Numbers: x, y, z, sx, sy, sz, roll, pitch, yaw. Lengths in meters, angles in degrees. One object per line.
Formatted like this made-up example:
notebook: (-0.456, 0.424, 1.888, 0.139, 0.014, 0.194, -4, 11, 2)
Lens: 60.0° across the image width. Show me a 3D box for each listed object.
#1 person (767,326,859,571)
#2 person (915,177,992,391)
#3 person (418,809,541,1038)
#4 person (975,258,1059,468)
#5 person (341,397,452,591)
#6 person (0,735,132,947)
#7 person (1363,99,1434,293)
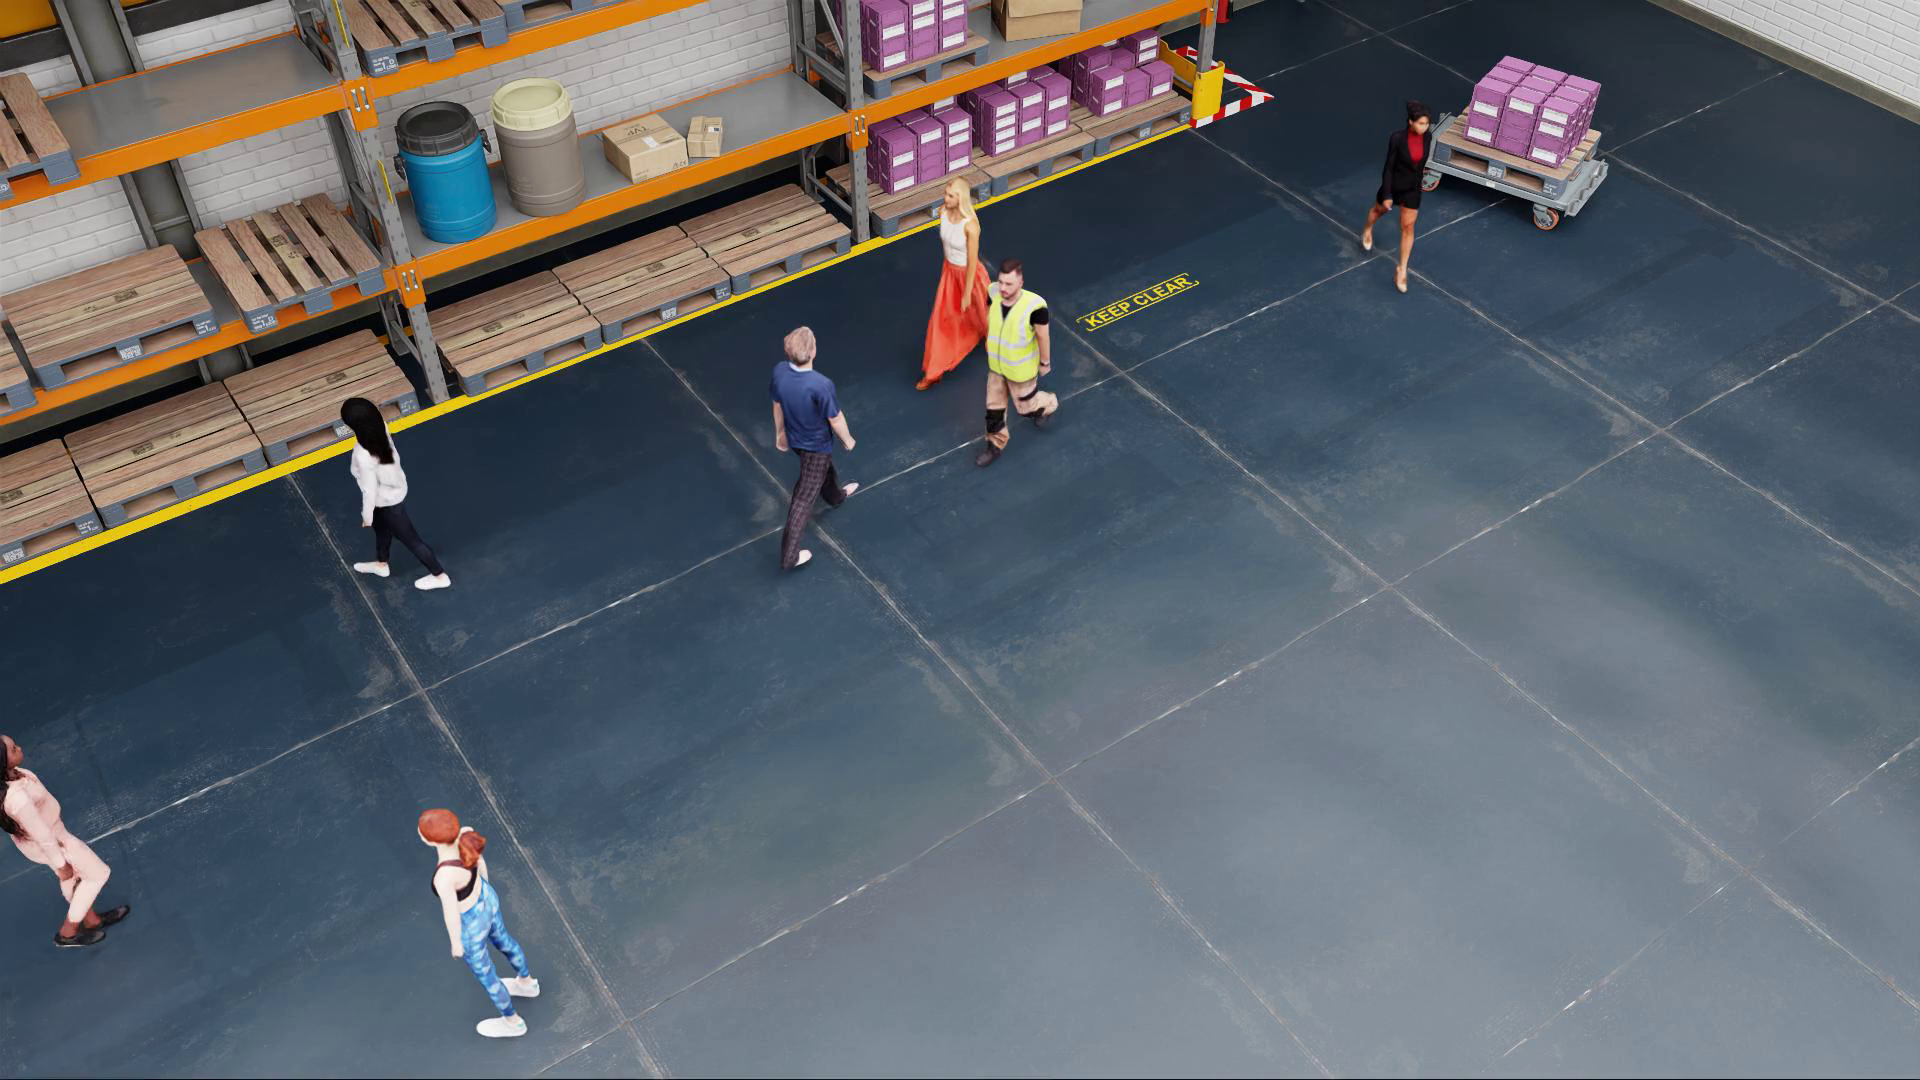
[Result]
person: (-1.082, -0.589, 11.443, 0.907, 1.816, 1.286, 29, 51, 27)
person: (0.095, -2.069, 13.045, 1.326, 1.748, 0.772, -33, 53, -30)
person: (-2.541, 2.000, 8.749, 0.701, 1.782, 0.645, 6, 44, 6)
person: (0.439, -1.364, 12.257, 0.923, 1.814, 1.153, 27, 50, 25)
person: (-3.768, -0.290, 11.229, 1.043, 1.676, 0.914, -3, 44, -3)
person: (-5.084, 1.701, 9.114, 0.684, 1.711, 0.716, 34, 53, 30)
person: (3.680, -2.983, 14.117, 1.052, 1.593, 0.935, -6, 44, -6)
